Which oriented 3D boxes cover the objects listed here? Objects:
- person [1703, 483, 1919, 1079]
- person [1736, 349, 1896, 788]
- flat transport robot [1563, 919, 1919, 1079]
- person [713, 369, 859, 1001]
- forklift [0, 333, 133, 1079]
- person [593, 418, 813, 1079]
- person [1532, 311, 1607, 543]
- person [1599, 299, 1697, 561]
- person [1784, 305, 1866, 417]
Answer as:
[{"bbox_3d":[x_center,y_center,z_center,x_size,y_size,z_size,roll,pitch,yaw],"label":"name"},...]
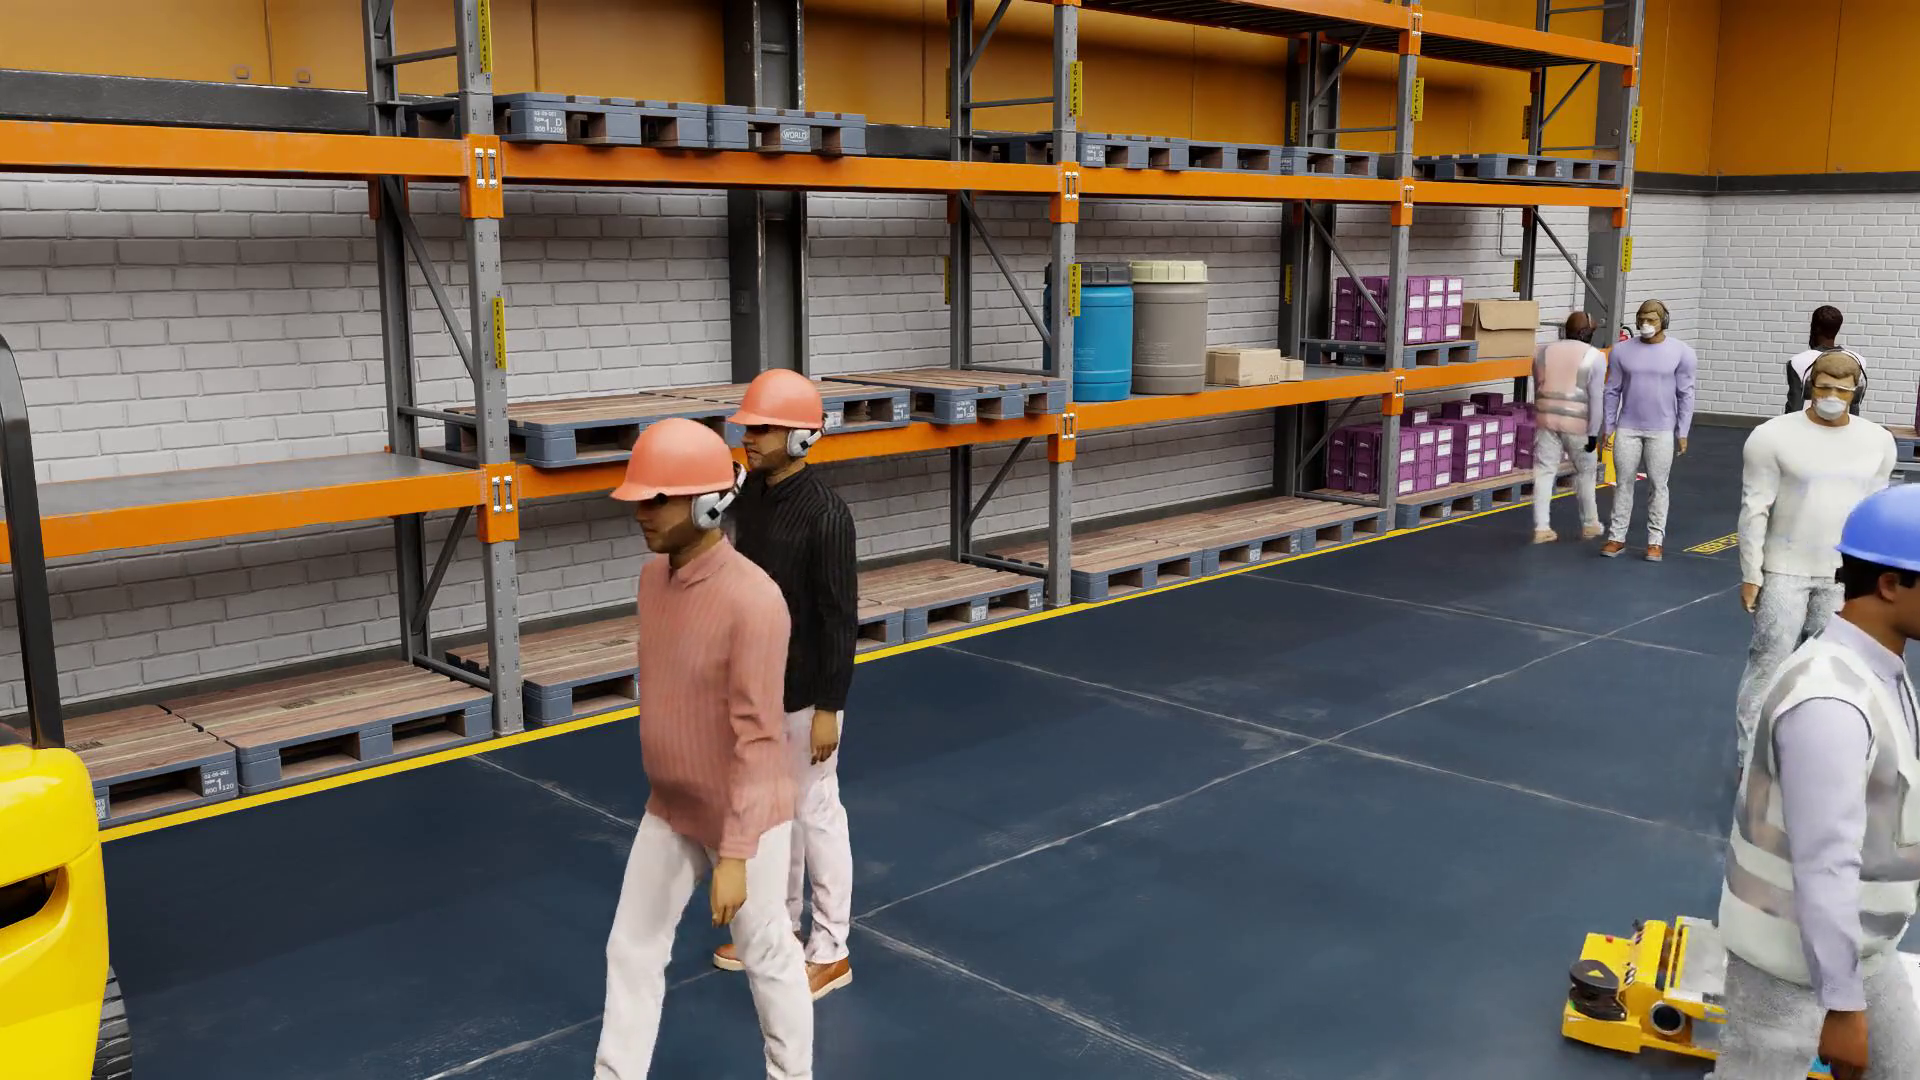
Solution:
[{"bbox_3d":[1.889,0.844,3.398,0.874,1.903,0.658,8,13,38],"label":"person"},{"bbox_3d":[3.622,0.157,7.081,0.627,1.936,0.374,0,10,2],"label":"person"},{"bbox_3d":[2.572,1.390,4.896,1.431,0.197,0.652,5,12,26],"label":"flat transport robot"},{"bbox_3d":[-0.548,0.457,5.273,0.375,1.997,0.612,-8,13,-37],"label":"person"},{"bbox_3d":[-3.289,0.485,4.582,1.214,2.155,2.313,-10,14,-44],"label":"forklift"},{"bbox_3d":[-0.719,0.693,4.067,0.919,1.958,0.640,-10,14,-42],"label":"person"},{"bbox_3d":[4.833,-0.892,13.140,0.642,1.805,0.829,10,14,43],"label":"person"},{"bbox_3d":[5.088,-0.811,12.346,0.634,1.937,0.355,7,13,34],"label":"person"},{"bbox_3d":[6.036,-0.682,11.698,0.595,1.918,0.386,-3,11,-13],"label":"person"}]
